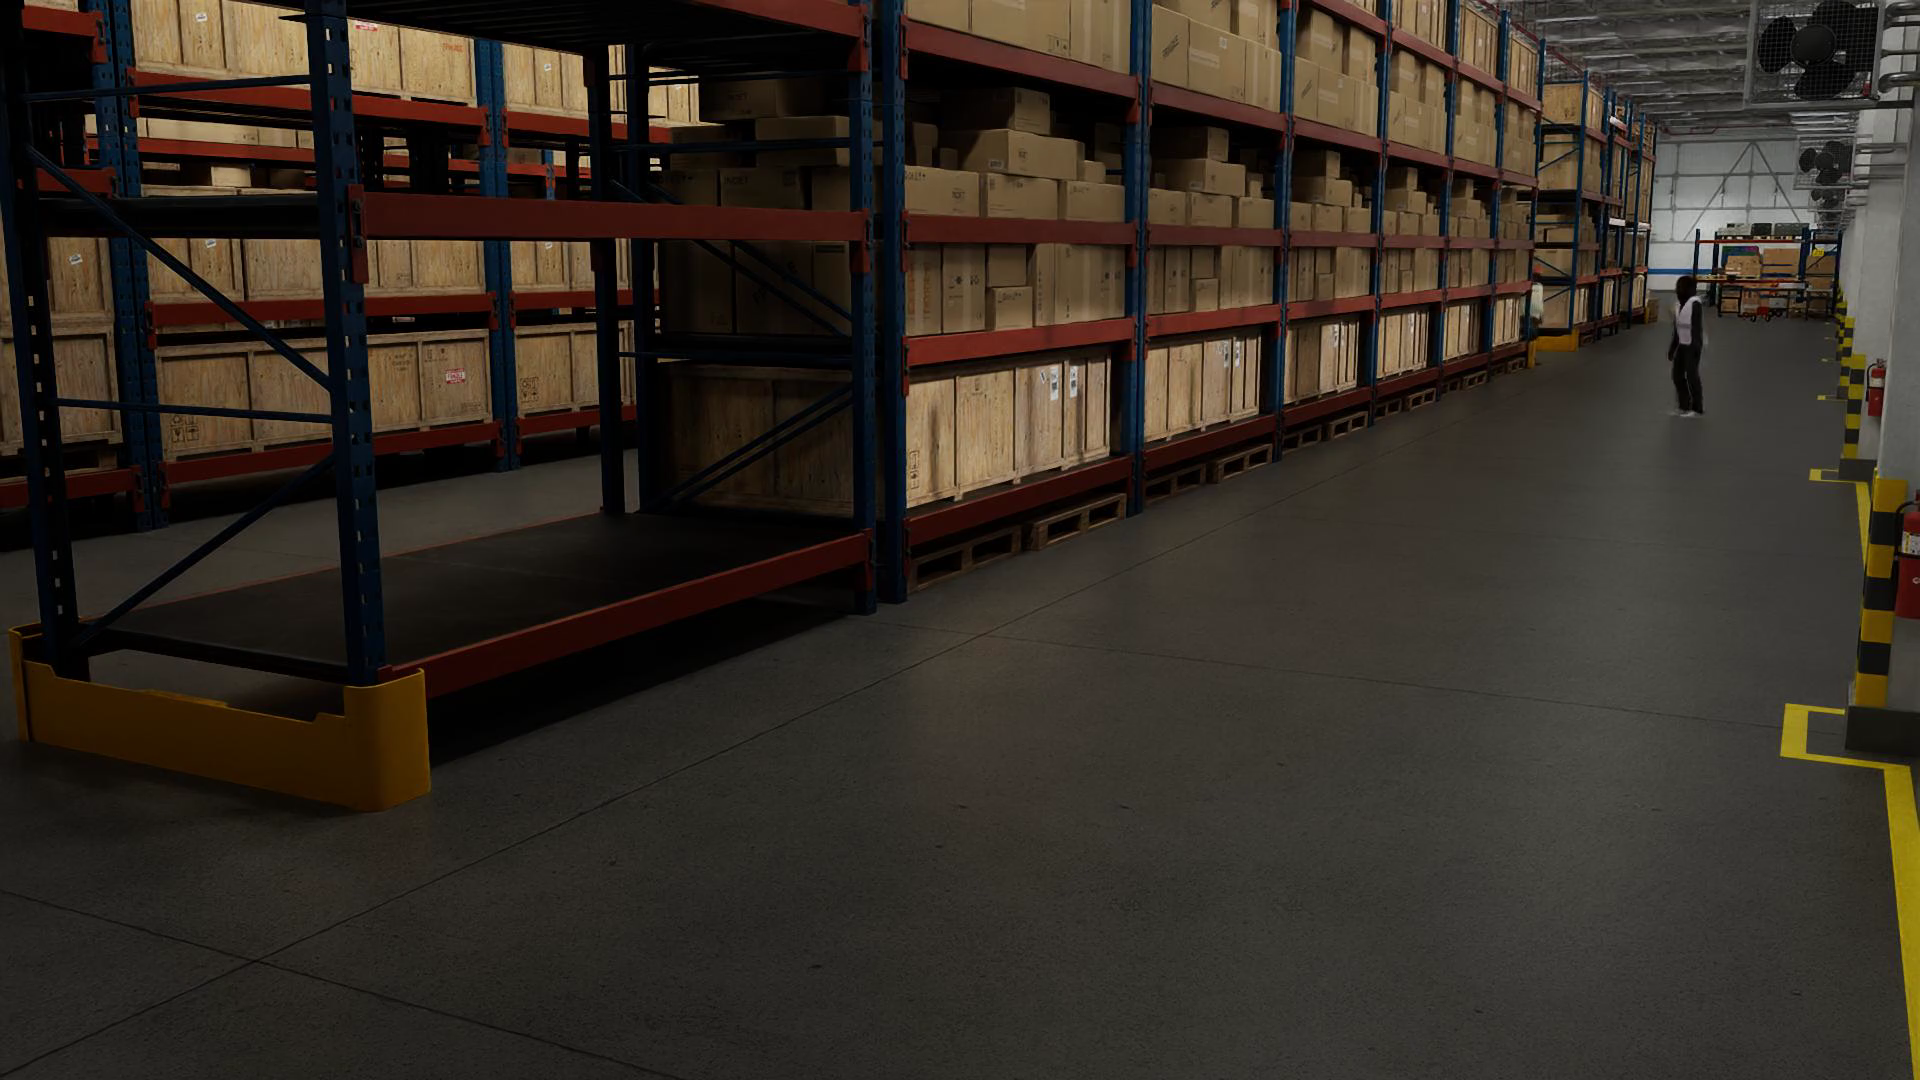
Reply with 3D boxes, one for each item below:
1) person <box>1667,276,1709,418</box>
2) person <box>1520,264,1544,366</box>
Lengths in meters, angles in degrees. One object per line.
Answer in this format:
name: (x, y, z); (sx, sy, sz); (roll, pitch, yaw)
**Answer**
person: (9.710, -2.560, 22.085); (0.387, 1.872, 0.659); (1, 10, 3)
person: (11.048, -4.378, 32.323); (0.627, 1.973, 0.778); (-7, 12, -37)
